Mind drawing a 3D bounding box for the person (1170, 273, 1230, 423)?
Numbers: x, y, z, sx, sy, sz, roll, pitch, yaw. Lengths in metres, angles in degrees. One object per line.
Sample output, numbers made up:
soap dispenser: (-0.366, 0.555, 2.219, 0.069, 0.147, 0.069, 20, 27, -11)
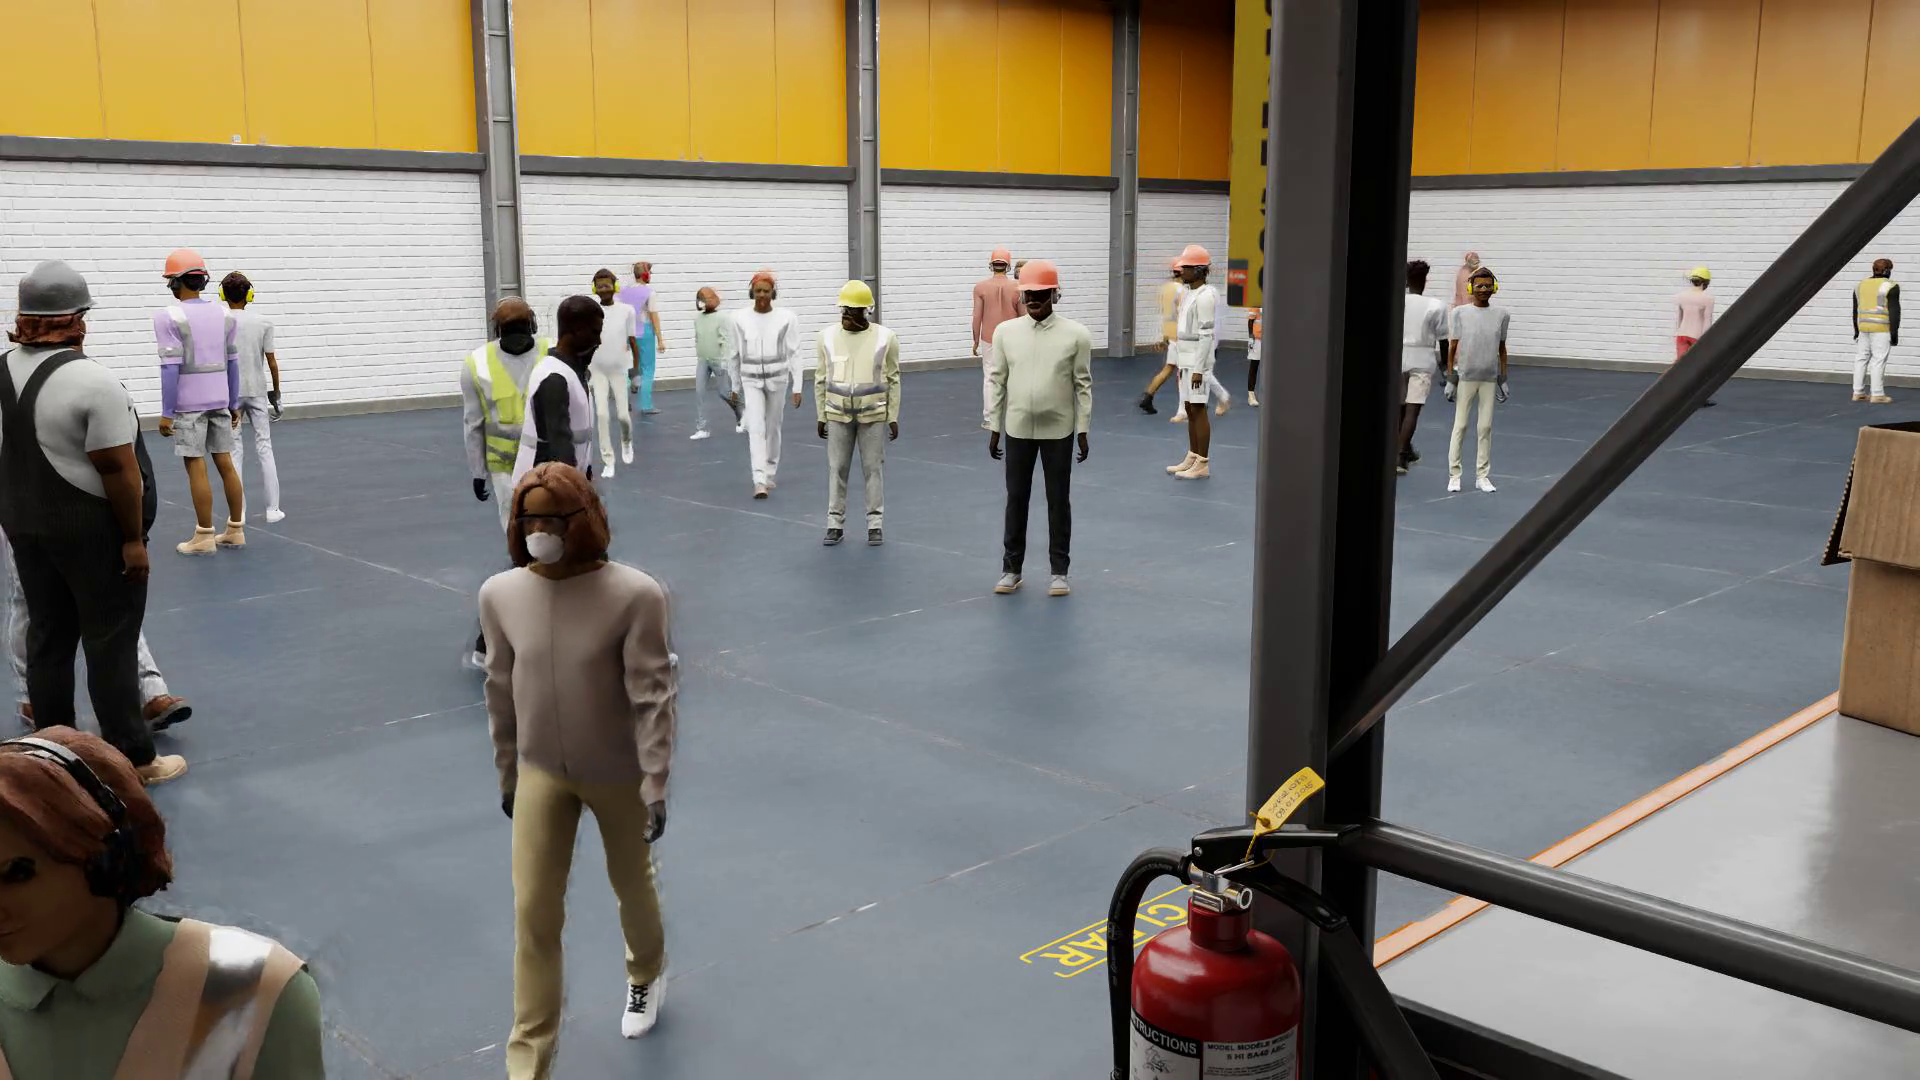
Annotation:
person: (2.755, -2.254, 19.044, 0.723, 1.822, 0.631, -8, 13, -36)

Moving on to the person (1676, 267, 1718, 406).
person: (9.171, -2.508, 20.671, 0.789, 1.735, 0.530, -8, 13, -36)

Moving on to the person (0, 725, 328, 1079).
person: (-0.958, 0.998, 1.922, 0.516, 1.591, 0.852, -2, 11, -10)

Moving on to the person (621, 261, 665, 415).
person: (-3.789, -2.392, 19.769, 0.570, 1.826, 0.447, 10, 14, 43)

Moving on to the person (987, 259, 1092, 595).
person: (0.466, -0.658, 9.855, 0.623, 1.992, 0.396, 2, 11, 12)

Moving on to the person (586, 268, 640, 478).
person: (-3.129, -1.501, 14.864, 0.522, 1.850, 0.649, -1, 10, -6)

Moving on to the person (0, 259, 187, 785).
person: (-3.378, -0.053, 6.431, 0.682, 2.000, 0.537, 4, 11, 19)

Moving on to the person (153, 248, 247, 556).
person: (-5.105, -0.914, 11.123, 0.392, 2.041, 0.615, 5, 11, 25)

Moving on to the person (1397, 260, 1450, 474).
person: (4.092, -1.564, 15.047, 0.609, 1.917, 0.997, 7, 13, 35)

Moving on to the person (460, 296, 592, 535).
person: (-2.316, -0.402, 8.939, 0.658, 1.820, 0.455, -2, 11, -13)

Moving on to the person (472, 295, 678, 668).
person: (-1.926, -0.245, 8.033, 1.004, 1.857, 0.604, 0, 10, 0)

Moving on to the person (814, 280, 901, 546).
person: (-0.708, -0.866, 11.451, 0.591, 1.828, 0.404, 1, 10, 5)

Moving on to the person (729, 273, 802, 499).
person: (-1.592, -1.271, 13.668, 0.591, 1.826, 1.007, -1, 10, -5)

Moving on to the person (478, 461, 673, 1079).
person: (-0.950, 0.589, 4.157, 0.513, 1.588, 0.850, 1, 10, 6)

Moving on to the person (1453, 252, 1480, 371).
person: (8.016, -3.596, 26.263, 0.396, 1.863, 0.850, 3, 11, 14)

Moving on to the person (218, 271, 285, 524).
person: (-5.304, -1.047, 12.323, 0.532, 1.868, 0.310, -5, 11, -24)

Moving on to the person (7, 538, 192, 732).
person: (-3.718, -0.084, 6.991, 0.954, 1.898, 0.645, 7, 12, 33)

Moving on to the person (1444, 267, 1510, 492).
person: (4.308, -1.325, 13.839, 0.531, 1.870, 0.316, 0, 10, 2)

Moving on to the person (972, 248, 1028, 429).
person: (0.441, -2.217, 18.358, 0.621, 1.991, 0.397, 0, 10, -2)

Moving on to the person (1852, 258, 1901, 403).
person: (11.741, -2.679, 21.302, 0.429, 1.843, 0.643, -4, 11, -22)

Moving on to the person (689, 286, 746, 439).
person: (-2.577, -1.885, 17.610, 0.503, 1.605, 0.717, 6, 12, 28)

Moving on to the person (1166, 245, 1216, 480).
person: (2.038, -1.547, 14.575, 0.373, 2.044, 0.608, -1, 10, -5)

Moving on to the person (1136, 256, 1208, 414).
person: (2.535, -2.440, 19.884, 0.961, 1.897, 0.566, -3, 11, -18)

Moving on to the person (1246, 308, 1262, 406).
person: (3.825, -2.519, 20.827, 0.547, 1.696, 0.318, -4, 11, -23)

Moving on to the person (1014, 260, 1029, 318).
person: (0.763, -2.456, 20.116, 0.512, 1.831, 0.381, 2, 11, 13)
